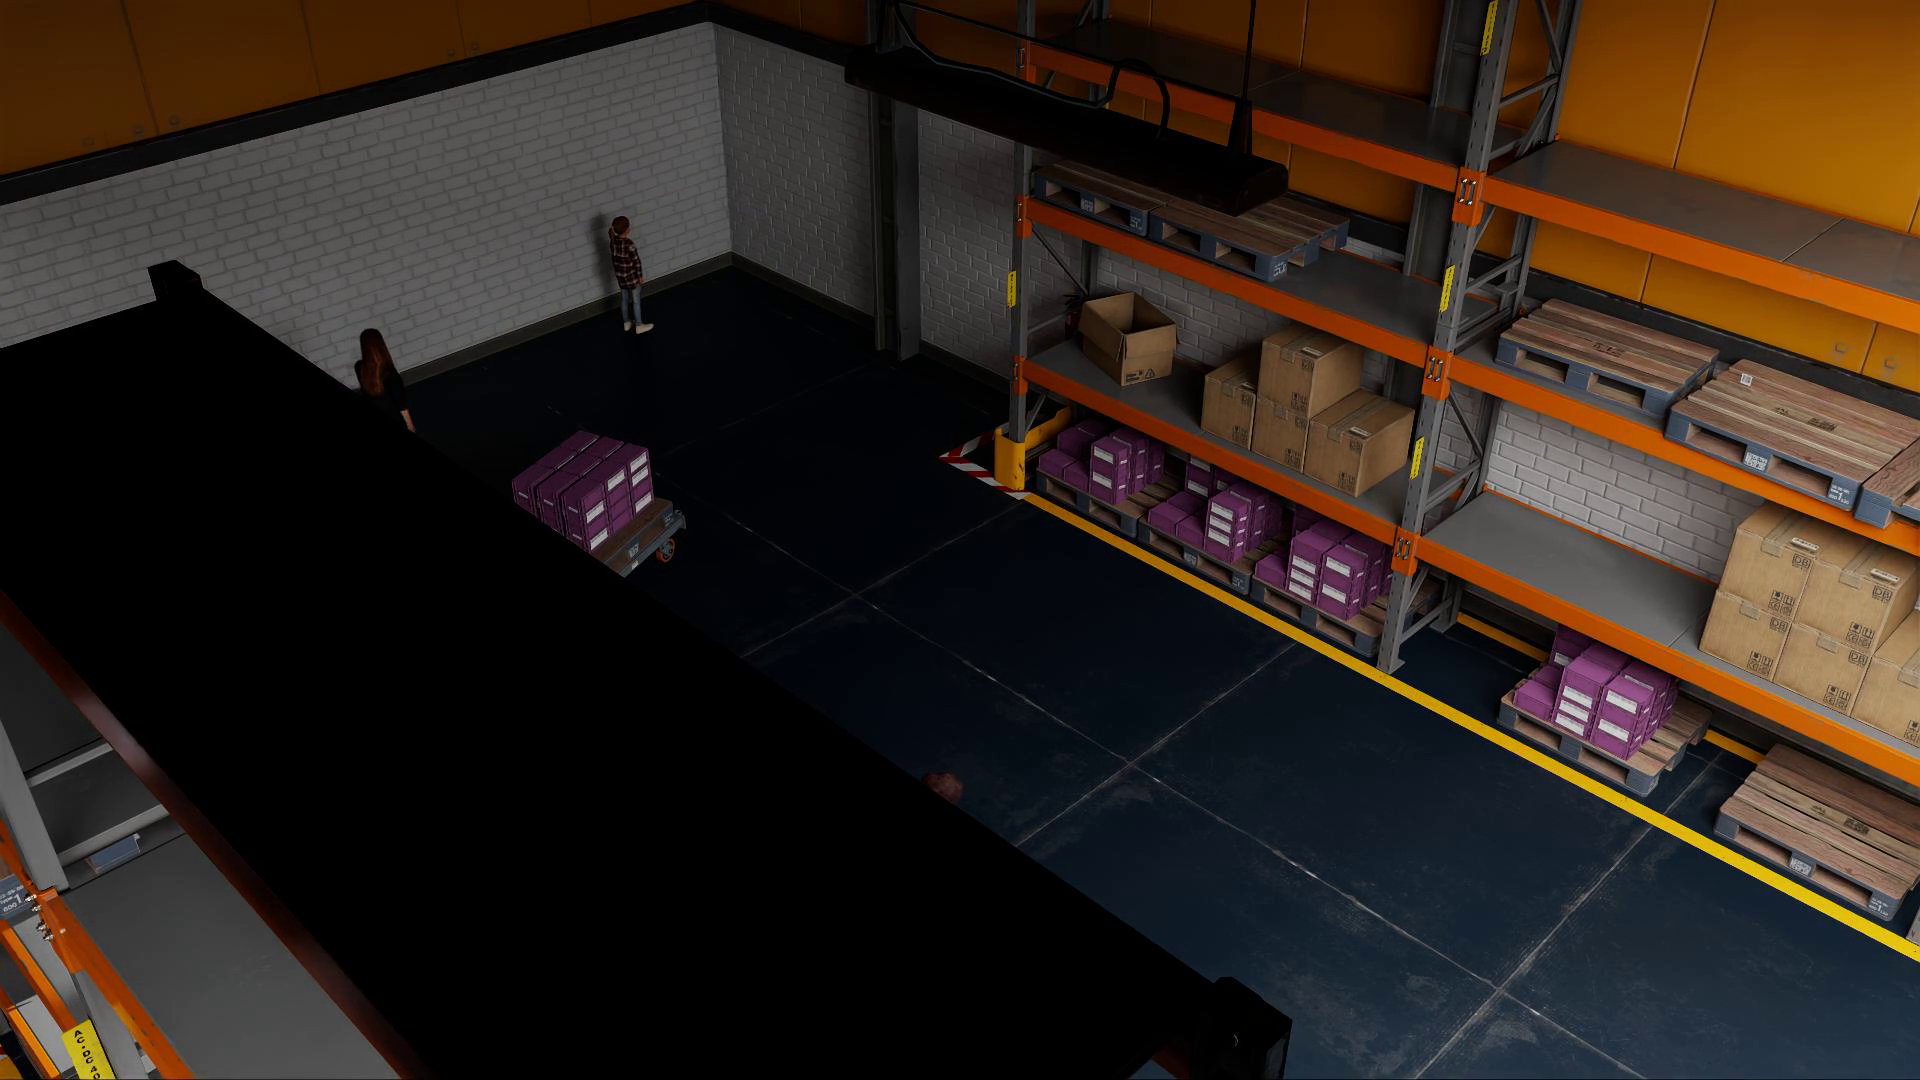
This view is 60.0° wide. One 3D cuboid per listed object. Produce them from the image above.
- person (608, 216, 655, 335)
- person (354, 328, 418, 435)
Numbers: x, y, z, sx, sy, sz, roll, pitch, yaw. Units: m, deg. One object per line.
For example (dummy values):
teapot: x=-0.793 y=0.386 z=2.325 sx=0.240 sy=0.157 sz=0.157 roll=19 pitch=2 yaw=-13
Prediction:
person: x=-3.530 y=-2.826 z=17.669 sx=0.526 sy=1.306 sz=0.633 roll=19 pitch=38 yaw=26
person: x=-5.061 y=-1.056 z=14.642 sx=0.581 sy=1.710 sz=0.723 roll=15 pitch=36 yaw=21
